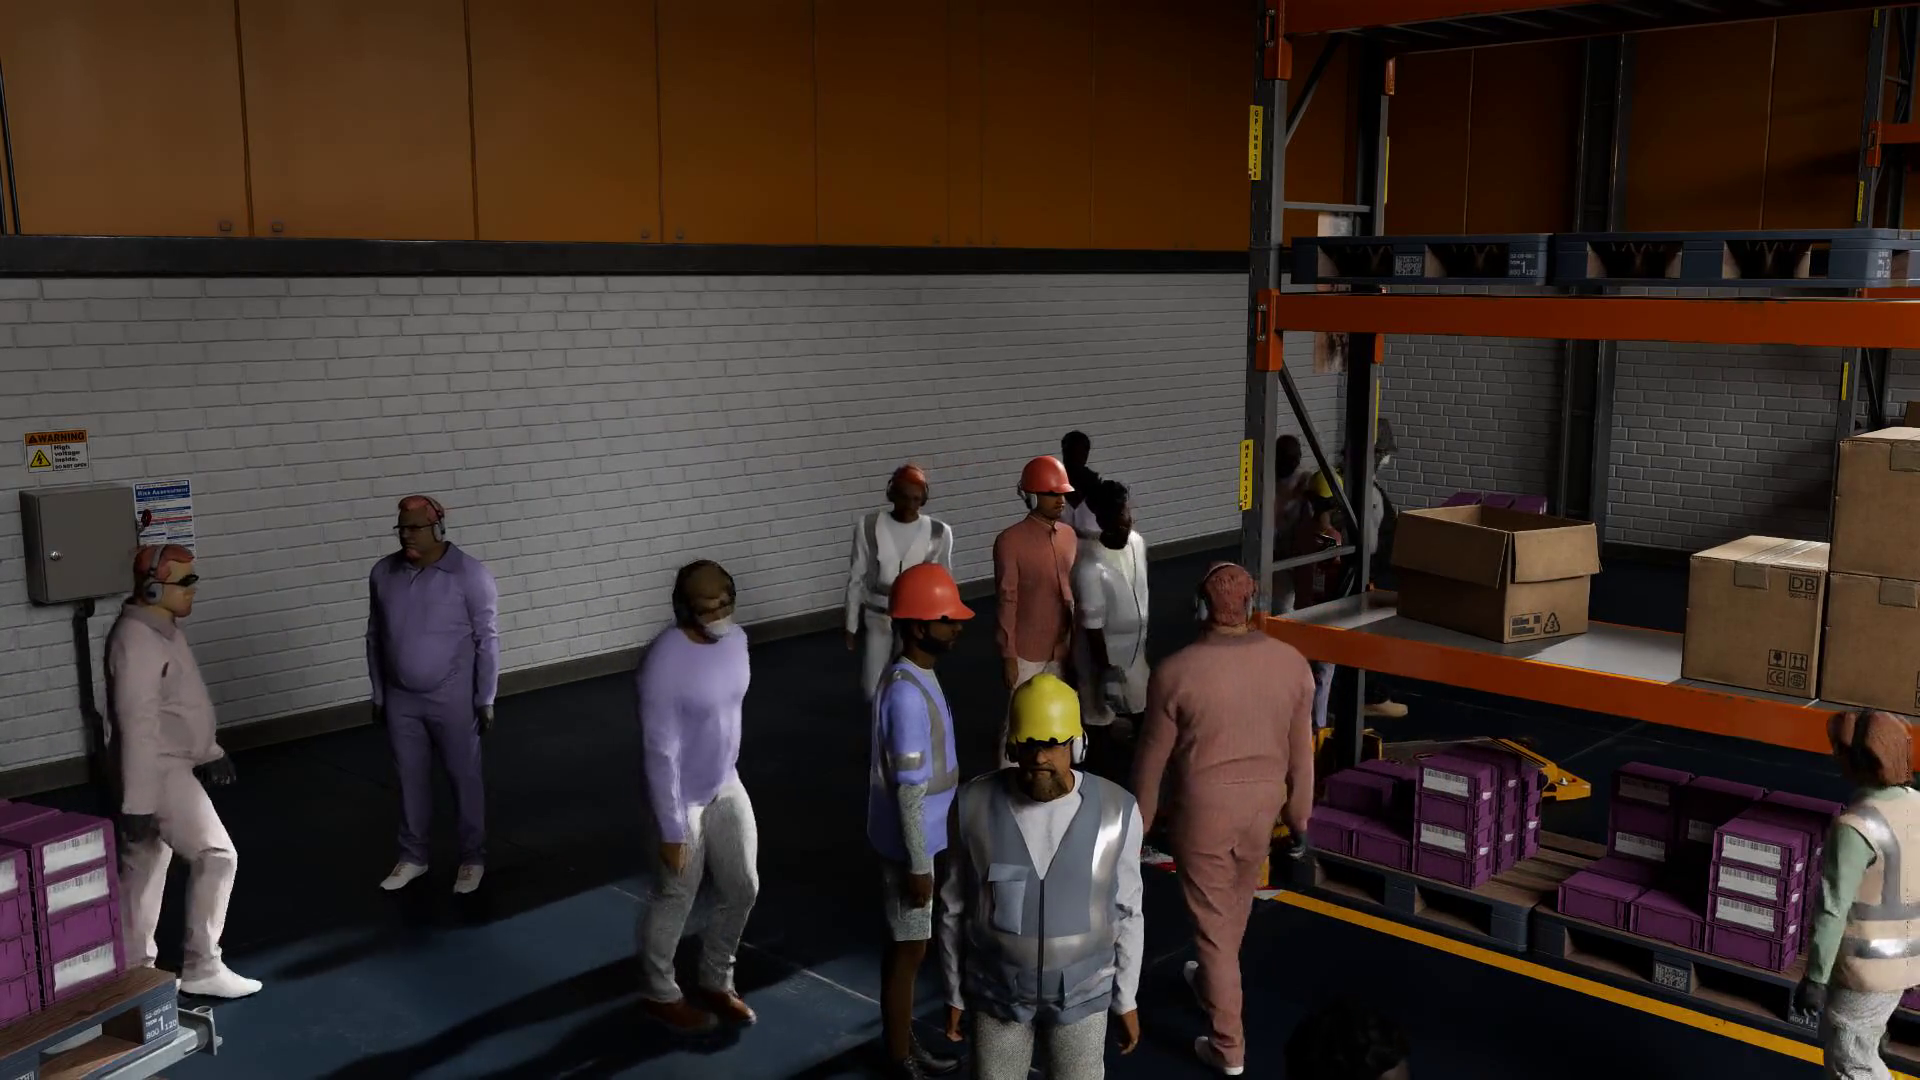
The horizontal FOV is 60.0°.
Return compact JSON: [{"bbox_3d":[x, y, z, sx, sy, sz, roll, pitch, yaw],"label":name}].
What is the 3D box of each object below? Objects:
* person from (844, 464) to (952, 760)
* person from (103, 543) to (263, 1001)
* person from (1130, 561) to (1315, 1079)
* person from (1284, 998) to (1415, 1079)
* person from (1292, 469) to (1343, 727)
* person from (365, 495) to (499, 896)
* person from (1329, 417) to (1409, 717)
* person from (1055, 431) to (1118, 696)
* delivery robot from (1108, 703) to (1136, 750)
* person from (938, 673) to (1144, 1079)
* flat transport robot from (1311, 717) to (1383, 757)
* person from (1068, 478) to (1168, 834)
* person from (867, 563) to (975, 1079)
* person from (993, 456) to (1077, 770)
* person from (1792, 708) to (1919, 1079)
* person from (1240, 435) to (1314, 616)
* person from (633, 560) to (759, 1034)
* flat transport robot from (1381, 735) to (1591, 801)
[{"bbox_3d":[-0.360,0.468,9.596,0.615,1.860,0.544,0,9,-2],"label":"person"},{"bbox_3d":[-3.118,0.938,6.665,0.676,1.876,0.633,-5,11,-29],"label":"person"},{"bbox_3d":[0.922,0.997,6.285,0.673,1.872,0.878,-3,10,-19],"label":"person"},{"bbox_3d":[0.595,1.621,3.117,0.681,1.676,0.535,8,12,39],"label":"person"},{"bbox_3d":[2.171,0.448,9.997,0.301,1.772,0.531,-2,10,-15],"label":"person"},{"bbox_3d":[-2.497,0.732,7.838,0.644,1.907,0.399,2,9,11],"label":"person"},{"bbox_3d":[2.548,0.151,10.989,0.791,2.000,0.695,1,9,5],"label":"person"},{"bbox_3d":[0.784,0.208,11.139,0.625,1.885,0.605,2,10,13],"label":"person"},{"bbox_3d":[1.176,1.012,9.966,0.477,0.478,0.707,6,11,33],"label":"delivery robot"},{"bbox_3d":[0.230,1.274,4.735,0.588,1.835,0.403,0,9,2],"label":"person"},{"bbox_3d":[1.902,1.155,10.241,0.652,0.197,1.431,-5,10,-28],"label":"flat transport robot"},{"bbox_3d":[0.829,0.619,8.529,0.700,1.909,0.668,-9,13,-43],"label":"person"},{"bbox_3d":[-0.137,1.037,5.869,0.374,1.939,0.545,0,9,1],"label":"person"},{"bbox_3d":[0.420,0.556,8.642,0.378,1.996,0.611,8,12,41],"label":"person"},{"bbox_3d":[2.779,1.316,5.101,0.520,1.624,0.369,-9,13,-42],"label":"person"},{"bbox_3d":[2.267,0.147,11.776,0.760,1.792,0.671,-6,11,-34],"label":"person"},{"bbox_3d":[-1.037,0.987,6.283,0.578,1.896,0.640,6,11,33],"label":"person"},{"bbox_3d":[2.715,1.305,9.324,1.431,0.197,0.652,-2,10,-13],"label":"flat transport robot"}]
